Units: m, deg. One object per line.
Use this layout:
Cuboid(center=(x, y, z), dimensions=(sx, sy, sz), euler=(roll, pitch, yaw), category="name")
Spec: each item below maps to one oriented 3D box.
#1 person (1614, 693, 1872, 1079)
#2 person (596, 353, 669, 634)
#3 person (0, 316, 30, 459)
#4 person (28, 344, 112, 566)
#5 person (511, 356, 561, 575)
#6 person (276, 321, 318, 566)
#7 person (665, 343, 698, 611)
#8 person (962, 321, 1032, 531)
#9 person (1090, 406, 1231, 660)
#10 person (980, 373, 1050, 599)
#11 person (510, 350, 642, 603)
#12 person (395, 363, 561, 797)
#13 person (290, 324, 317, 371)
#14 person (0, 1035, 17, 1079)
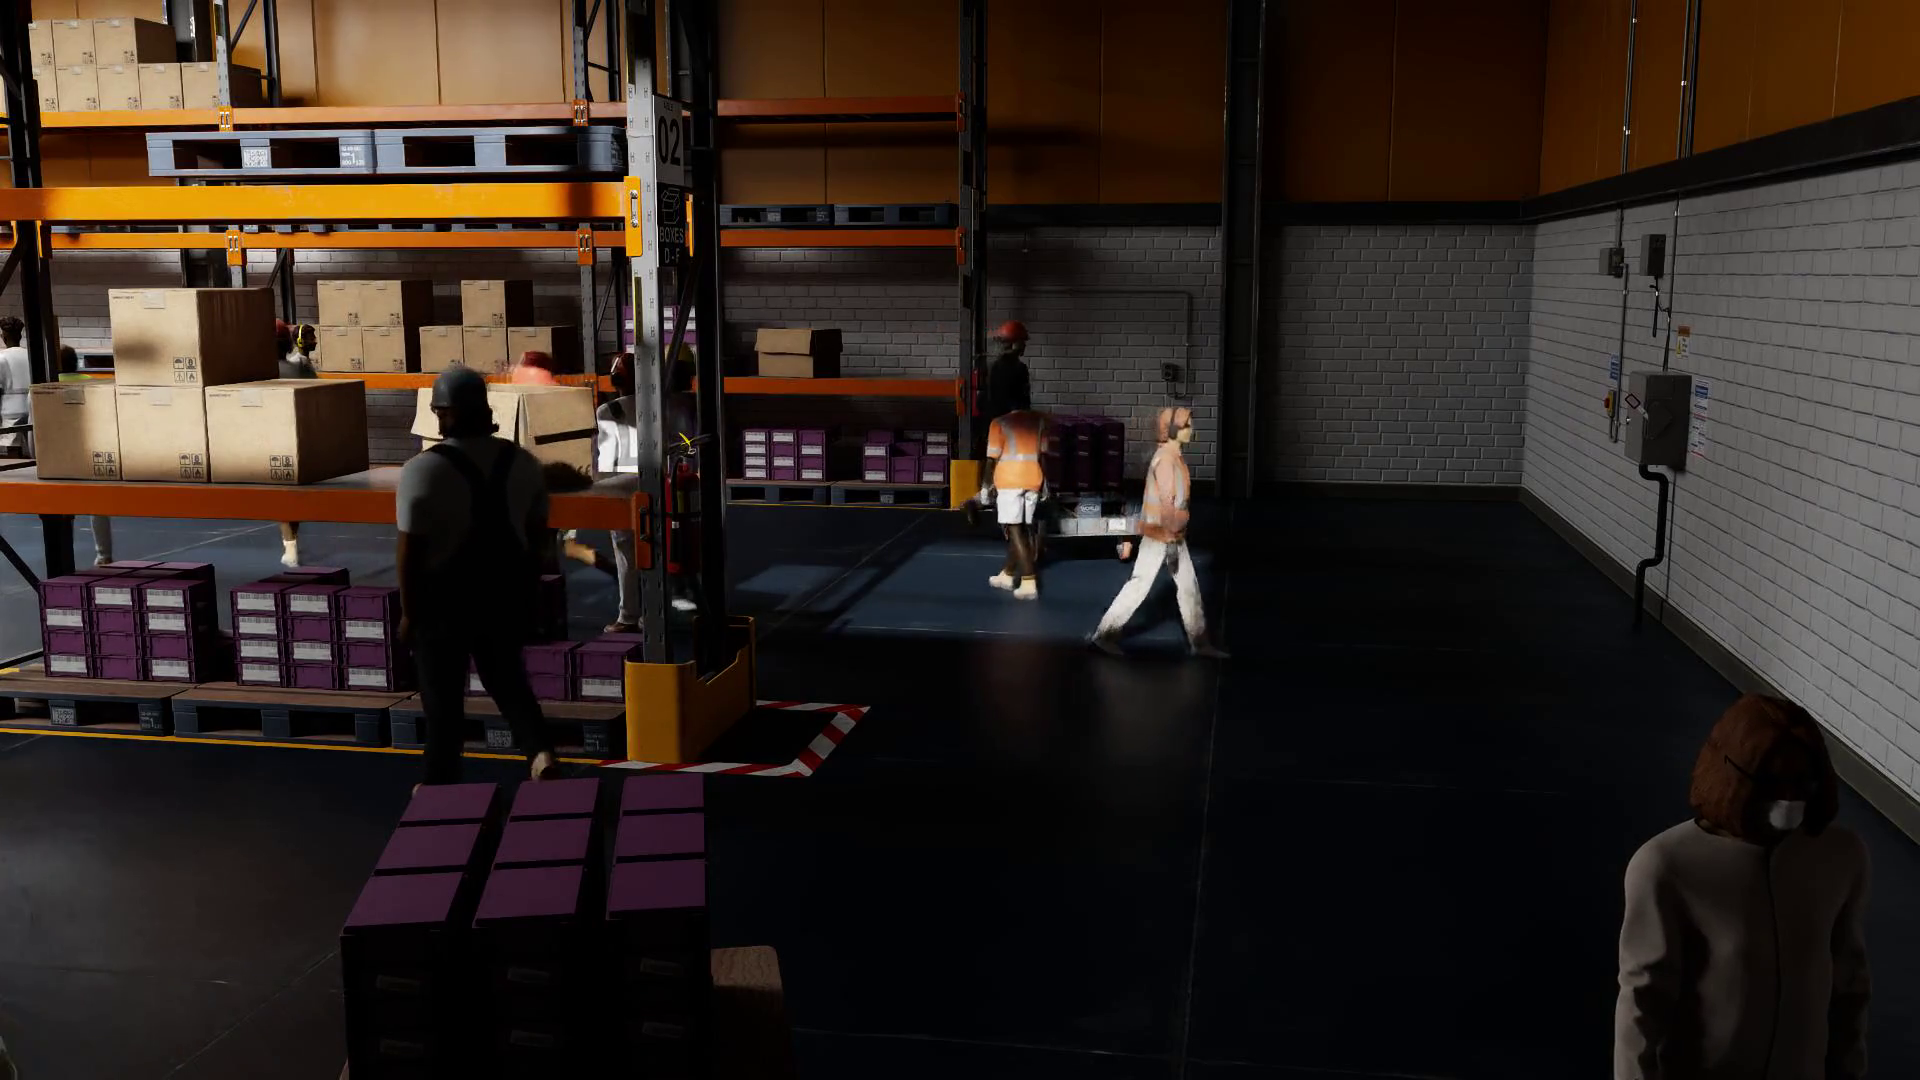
Cuboid(center=(1.515, 1.086, 3.237), dimensions=(0.513, 1.622, 0.291), euler=(-1, 9, -8), category="person")
Cuboid(center=(-2.161, -0.291, 10.977), dimensions=(0.340, 1.882, 0.585), euler=(7, 12, 38), category="person")
Cuboid(center=(-9.600, -1.301, 16.983), dimensions=(0.363, 1.963, 0.612), euler=(6, 11, 32), category="person")
Cuboid(center=(-7.143, -0.656, 13.409), dimensions=(0.630, 1.836, 0.429), euler=(-8, 12, -39), category="person")
Cuboid(center=(-2.639, -0.156, 10.063), dimensions=(0.831, 1.915, 0.548), euler=(2, 9, 10), category="person")
Cuboid(center=(-5.692, -0.820, 13.884), dimensions=(0.628, 1.992, 1.006), euler=(-6, 11, -33), category="person")
Cuboid(center=(-2.045, -0.449, 11.915), dimensions=(0.382, 1.898, 0.638), euler=(0, 9, 1), category="person")
Cuboid(center=(0.389, -1.024, 15.254), dimensions=(0.776, 1.968, 0.615), euler=(-4, 10, -21), category="person")
Cuboid(center=(1.221, -0.037, 10.295), dimensions=(0.855, 1.599, 0.531), euler=(3, 10, 16), category="person")
Cuboid(center=(0.399, -0.402, 12.361), dimensions=(0.547, 1.671, 0.719), euler=(-7, 12, -38), category="person")
Cuboid(center=(-2.623, -0.337, 11.244), dimensions=(0.863, 1.902, 0.559), euler=(-1, 9, -5), category="person")
Cuboid(center=(-2.147, 0.223, 7.302), dimensions=(0.695, 2.000, 0.696), euler=(9, 13, 43), category="person")
Cuboid(center=(-6.748, -1.292, 17.232), dimensions=(0.328, 1.872, 0.515), euler=(-2, 9, -14), category="person")
Cuboid(center=(-1.744, 1.141, 2.576), dimensions=(0.855, 1.734, 0.530), euler=(3, 10, 19), category="person")
